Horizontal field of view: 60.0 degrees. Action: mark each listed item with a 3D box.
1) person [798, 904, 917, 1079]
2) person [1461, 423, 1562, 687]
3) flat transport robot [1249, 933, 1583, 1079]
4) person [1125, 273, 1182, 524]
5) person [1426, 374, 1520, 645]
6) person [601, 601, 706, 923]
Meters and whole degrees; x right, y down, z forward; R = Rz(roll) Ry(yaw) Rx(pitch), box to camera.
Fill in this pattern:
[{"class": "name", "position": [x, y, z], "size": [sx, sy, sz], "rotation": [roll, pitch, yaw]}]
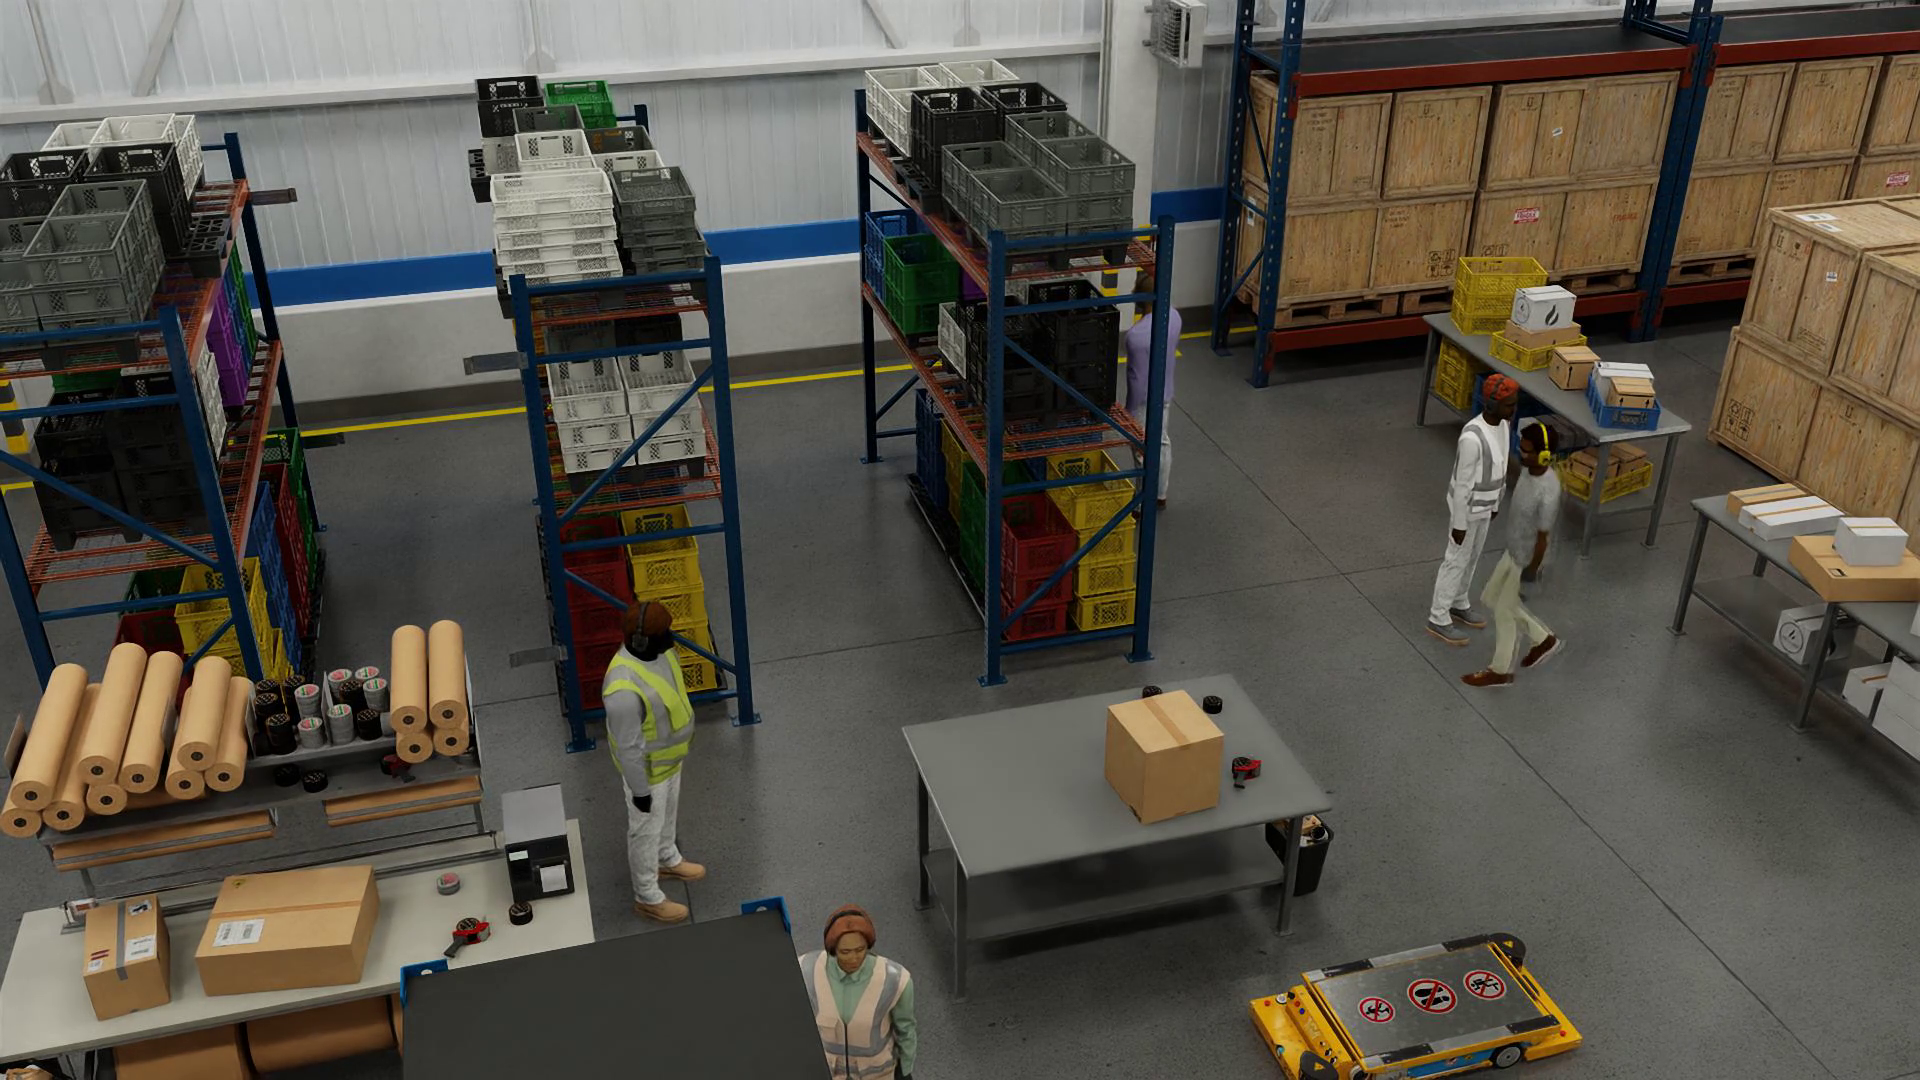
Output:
[{"class": "person", "position": [-0.434, 2.152, 6.799], "size": [0.522, 1.645, 0.305], "rotation": [4, 29, 7]}, {"class": "person", "position": [3.513, 0.109, 10.307], "size": [0.505, 1.850, 0.540], "rotation": [1, 29, 2]}, {"class": "flat transport robot", "position": [2.184, 2.282, 7.980], "size": [1.431, 0.197, 0.652], "rotation": [-8, 30, -14]}, {"class": "person", "position": [1.390, -1.048, 12.322], "size": [0.362, 1.936, 0.631], "rotation": [19, 34, 30]}, {"class": "person", "position": [3.361, -0.214, 10.868], "size": [0.342, 1.878, 0.579], "rotation": [21, 35, 34]}, {"class": "person", "position": [-1.559, 1.111, 8.505], "size": [0.429, 1.836, 0.631], "rotation": [4, 29, 7]}]
